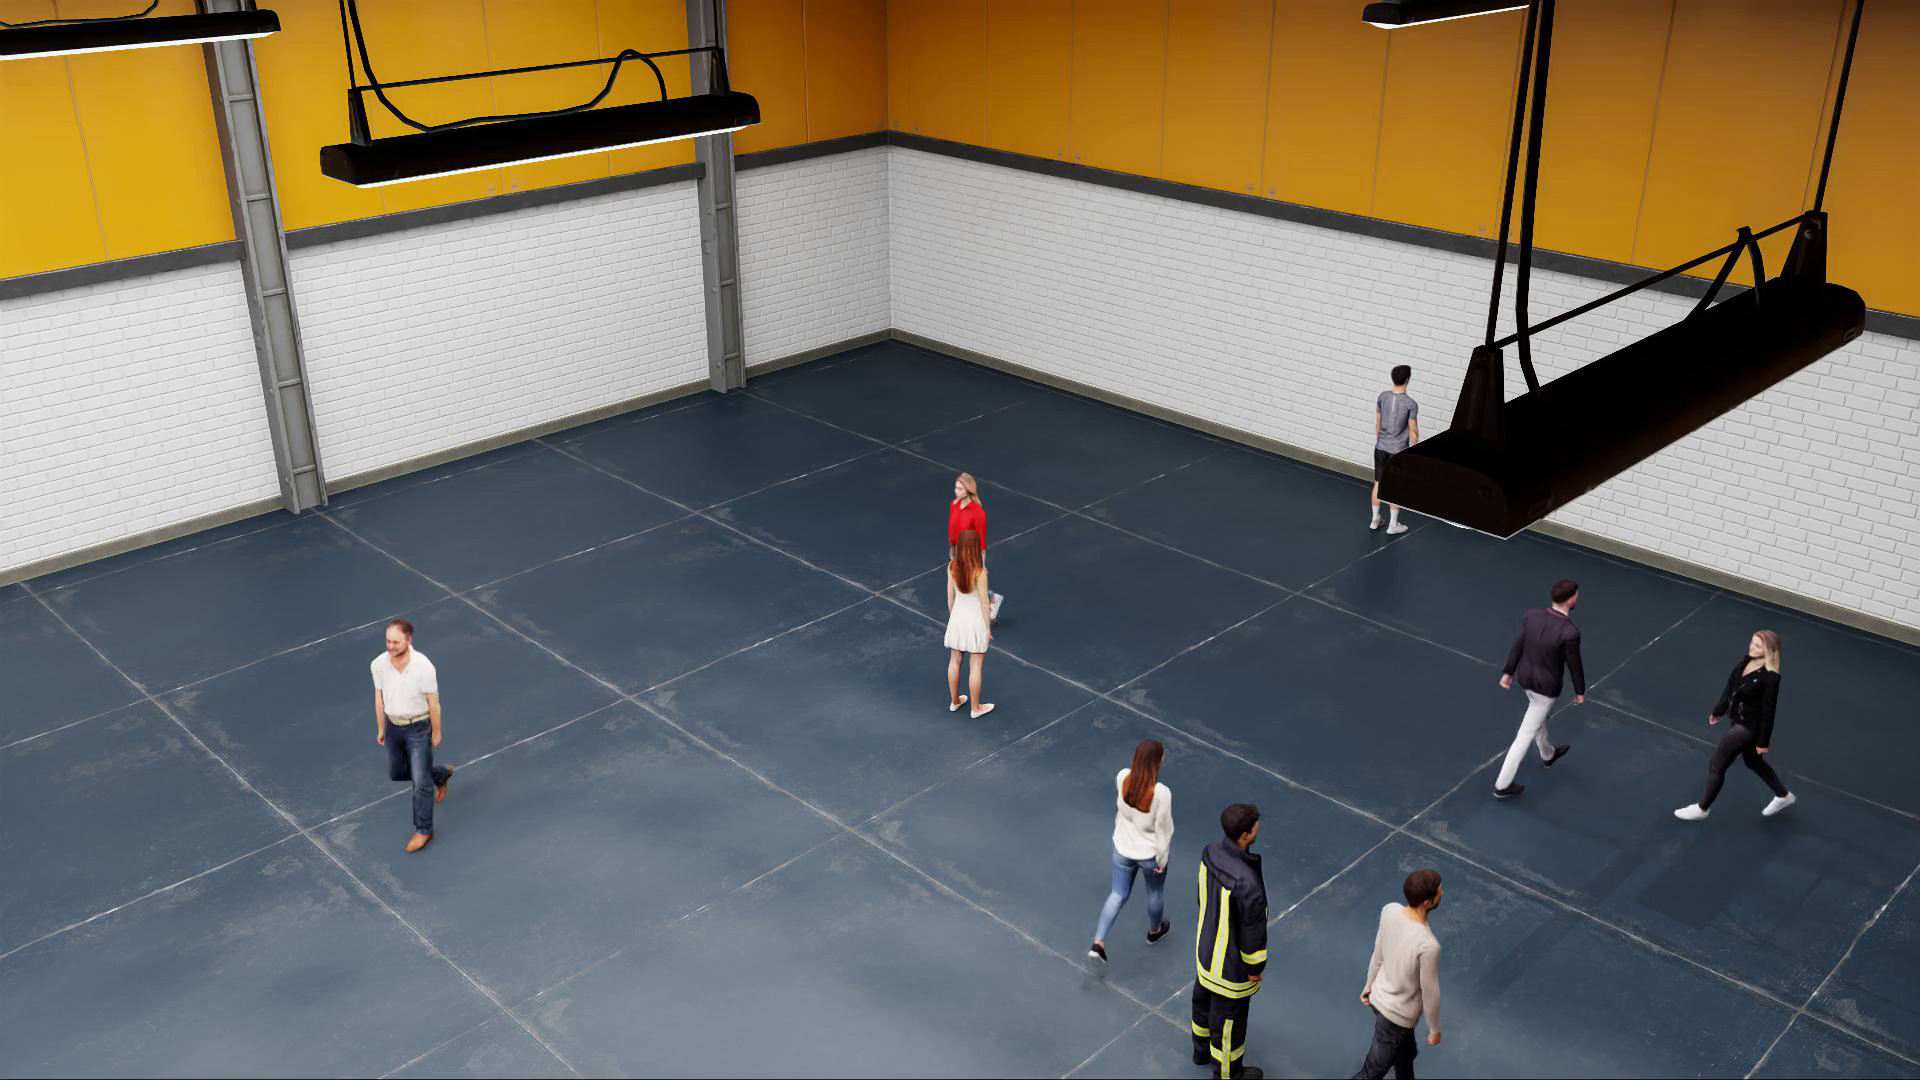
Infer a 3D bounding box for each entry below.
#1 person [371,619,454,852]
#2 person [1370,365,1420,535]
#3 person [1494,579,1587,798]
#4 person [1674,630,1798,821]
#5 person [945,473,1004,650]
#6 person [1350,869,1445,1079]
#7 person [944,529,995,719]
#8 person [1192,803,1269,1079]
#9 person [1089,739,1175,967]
[{"bbox_3d":[-4.069,1.378,12.496,0.940,1.841,1.094,7,25,16],"label":"person"},{"bbox_3d":[4.645,-0.983,17.856,0.543,1.873,0.650,-21,31,-39],"label":"person"},{"bbox_3d":[4.453,1.188,12.989,1.247,1.794,0.934,-13,27,-26],"label":"person"},{"bbox_3d":[6.057,1.434,12.609,1.171,1.647,1.128,1,24,3],"label":"person"},{"bbox_3d":[0.137,0.160,15.479,1.015,1.683,0.648,-20,31,-39],"label":"person"},{"bbox_3d":[2.401,2.705,9.480,1.293,1.826,1.044,-7,24,-15],"label":"person"},{"bbox_3d":[0.068,0.700,14.209,0.598,1.711,0.570,15,28,31],"label":"person"},{"bbox_3d":[1.616,2.420,10.005,0.841,1.927,0.876,-8,25,-19],"label":"person"},{"bbox_3d":[1.154,2.095,11.069,0.709,1.671,1.095,17,29,34],"label":"person"}]
